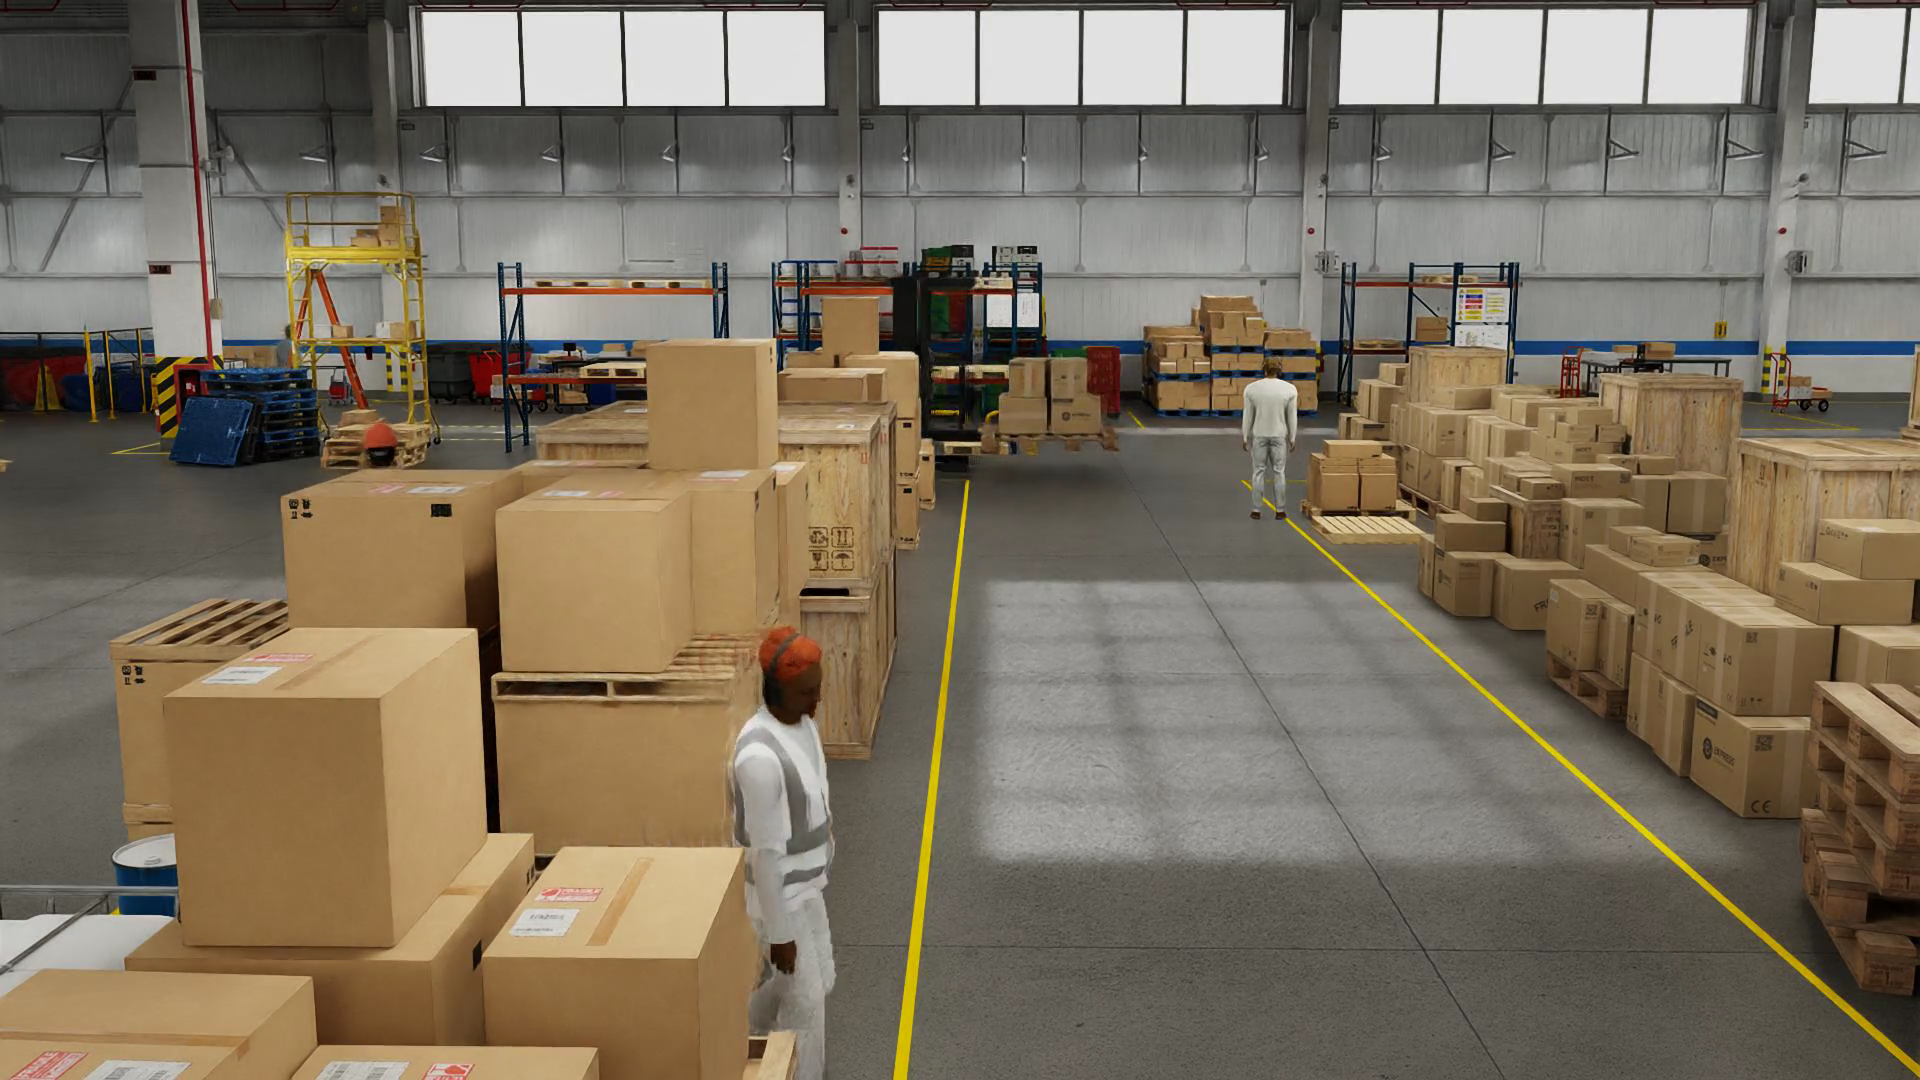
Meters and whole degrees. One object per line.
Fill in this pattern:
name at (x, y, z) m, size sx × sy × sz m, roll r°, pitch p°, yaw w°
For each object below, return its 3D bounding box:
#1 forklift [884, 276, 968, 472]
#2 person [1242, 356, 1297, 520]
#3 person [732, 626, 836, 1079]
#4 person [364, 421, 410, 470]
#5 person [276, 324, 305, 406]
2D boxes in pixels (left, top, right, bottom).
forklift at (-0.822, -2.420, 24.132) m, size 1.873 × 2.768 × 1.129 m, roll 0°, pitch 9°, yaw 1°
person at (3.651, -1.199, 19.633) m, size 0.637 × 1.938 × 0.355 m, roll 1°, pitch 10°, yaw 9°
person at (-0.643, 1.178, 5.630) m, size 0.602 × 1.861 × 0.616 m, roll 2°, pitch 10°, yaw 10°
person at (-4.123, 0.103, 11.950) m, size 0.544 × 1.906 × 0.893 m, roll 0°, pitch 9°, yaw 0°
person at (-12.377, -3.018, 30.639) m, size 0.636 × 1.917 × 0.826 m, roll 5°, pitch 11°, yaw 29°
